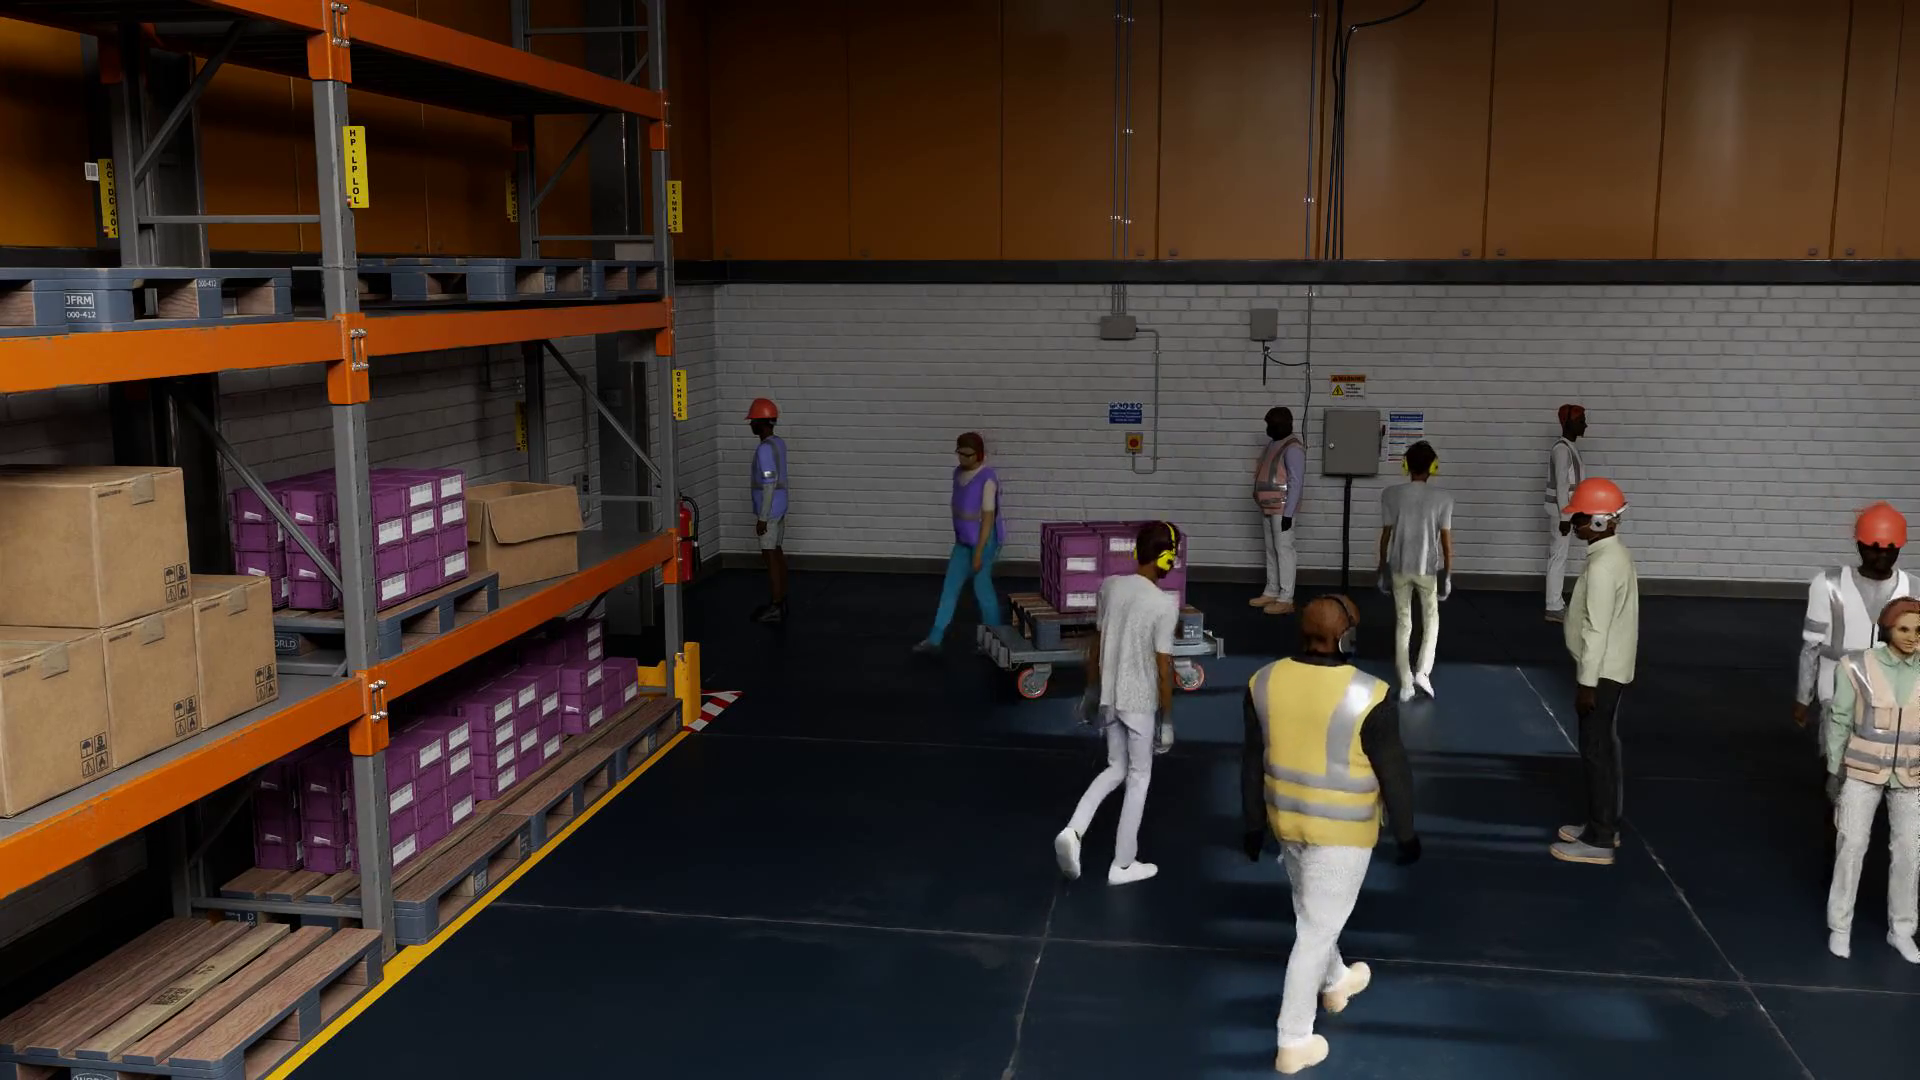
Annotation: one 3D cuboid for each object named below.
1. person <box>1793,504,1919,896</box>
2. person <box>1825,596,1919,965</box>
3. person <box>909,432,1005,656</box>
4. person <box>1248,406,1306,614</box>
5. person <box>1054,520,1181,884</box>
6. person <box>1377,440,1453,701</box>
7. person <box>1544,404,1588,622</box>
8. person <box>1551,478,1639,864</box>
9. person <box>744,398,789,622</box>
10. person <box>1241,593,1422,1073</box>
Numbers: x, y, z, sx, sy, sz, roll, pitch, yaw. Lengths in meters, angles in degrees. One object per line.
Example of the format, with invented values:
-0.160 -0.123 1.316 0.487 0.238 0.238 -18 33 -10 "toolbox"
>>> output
4.381 0.787 8.022 0.580 1.912 0.750 3 10 16 "person"
4.072 1.045 7.304 0.520 1.633 0.314 3 10 17 "person"
0.002 0.054 12.921 0.862 1.790 0.652 -5 10 -28 "person"
2.821 -0.269 14.785 0.429 1.840 0.624 -2 9 -11 "person"
0.777 0.816 8.071 0.593 1.836 0.582 -8 12 -41 "person"
3.196 0.224 11.715 0.511 1.853 0.378 3 10 20 "person"
5.253 -0.233 14.420 0.355 1.882 0.576 4 10 22 "person"
3.264 0.667 8.576 0.409 1.984 0.609 4 10 25 "person"
-1.681 -0.260 14.420 0.371 1.935 0.551 1 9 6 "person"
1.488 1.095 6.480 0.914 1.803 0.632 -8 12 -42 "person"
